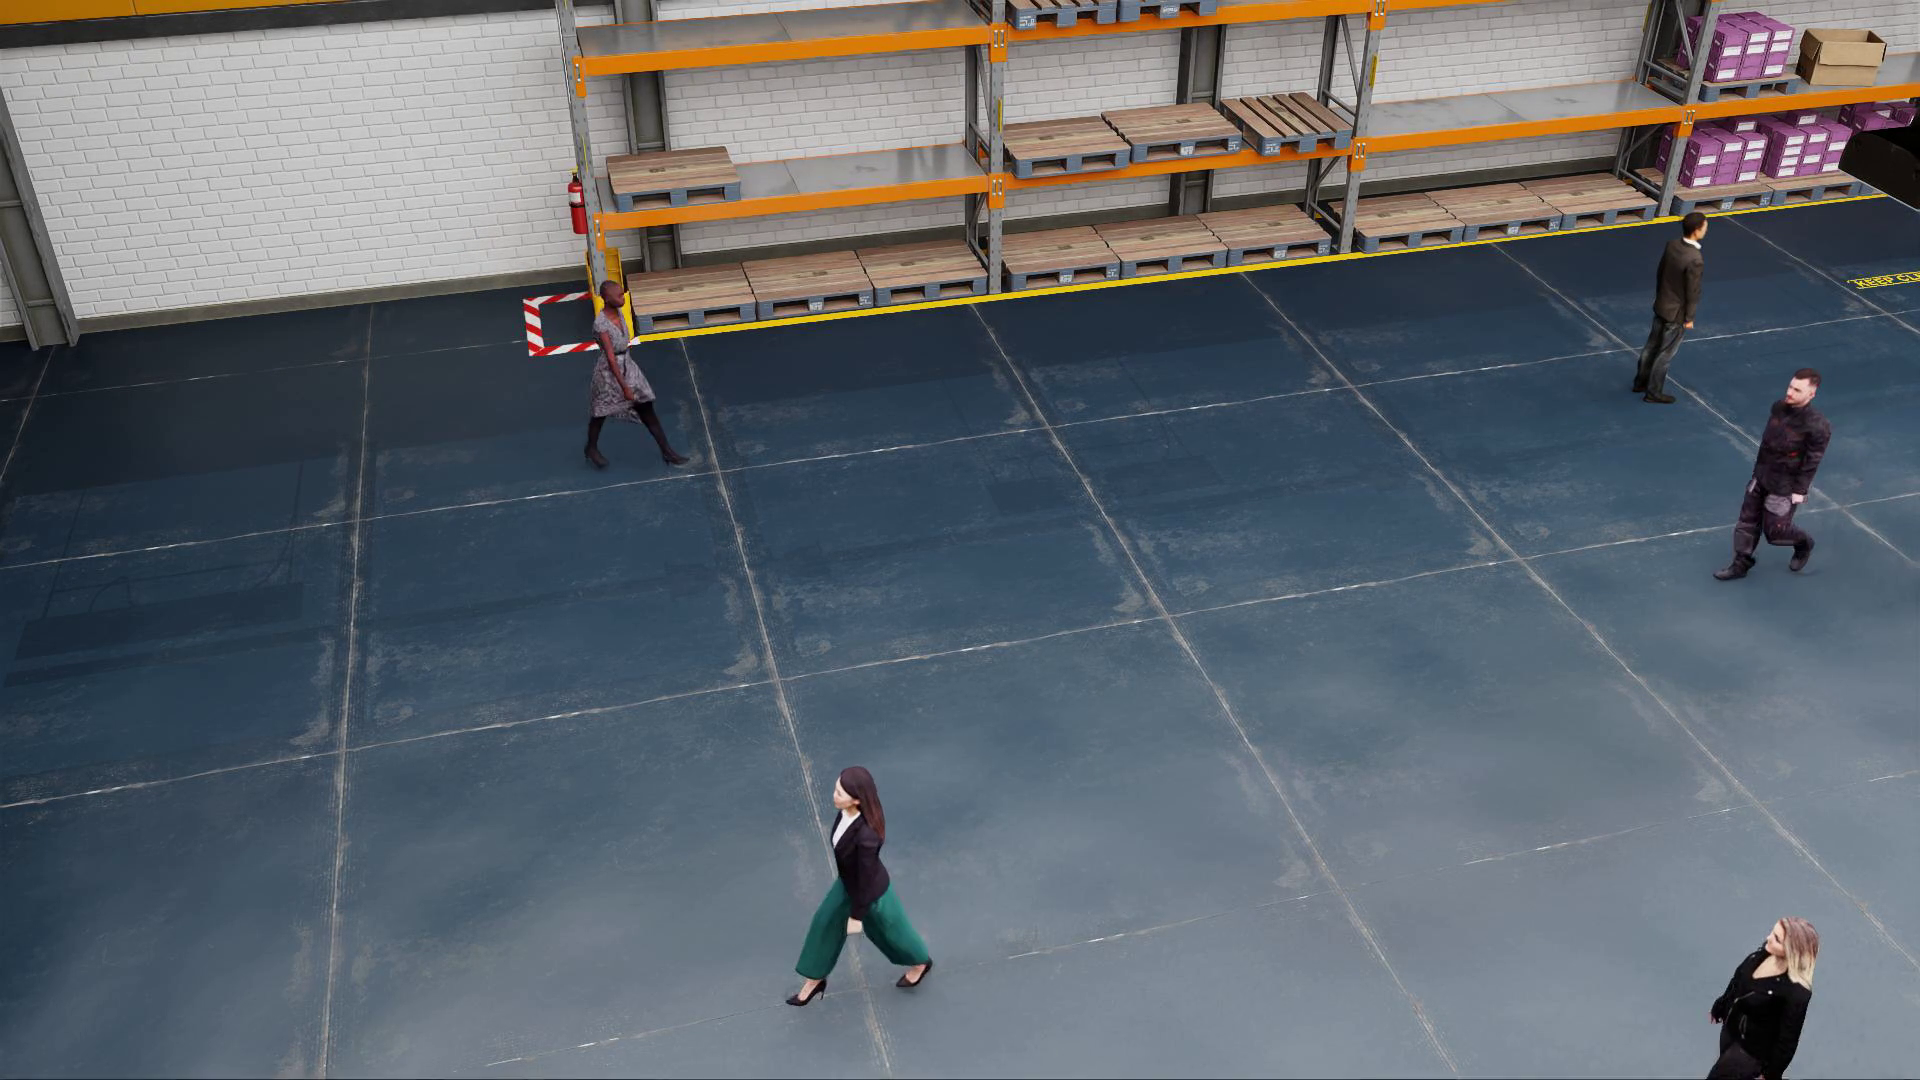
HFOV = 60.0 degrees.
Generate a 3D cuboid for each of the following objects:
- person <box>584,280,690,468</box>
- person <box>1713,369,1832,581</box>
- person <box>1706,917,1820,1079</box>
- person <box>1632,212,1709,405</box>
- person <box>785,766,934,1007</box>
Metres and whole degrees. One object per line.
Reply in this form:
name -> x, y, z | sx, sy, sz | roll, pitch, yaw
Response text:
person -> -2.974, -1.329, 13.957 | 1.251, 1.735, 1.038 | 10, 35, 14
person -> 6.276, -0.484, 12.588 | 0.980, 1.845, 0.718 | -10, 35, -15
person -> 4.015, 2.498, 8.257 | 0.742, 1.671, 0.717 | 4, 34, 6
person -> 6.461, -2.115, 15.078 | 0.536, 1.802, 0.696 | -7, 34, -10
person -> -0.443, 1.918, 9.112 | 1.104, 1.692, 0.699 | -12, 35, -17
